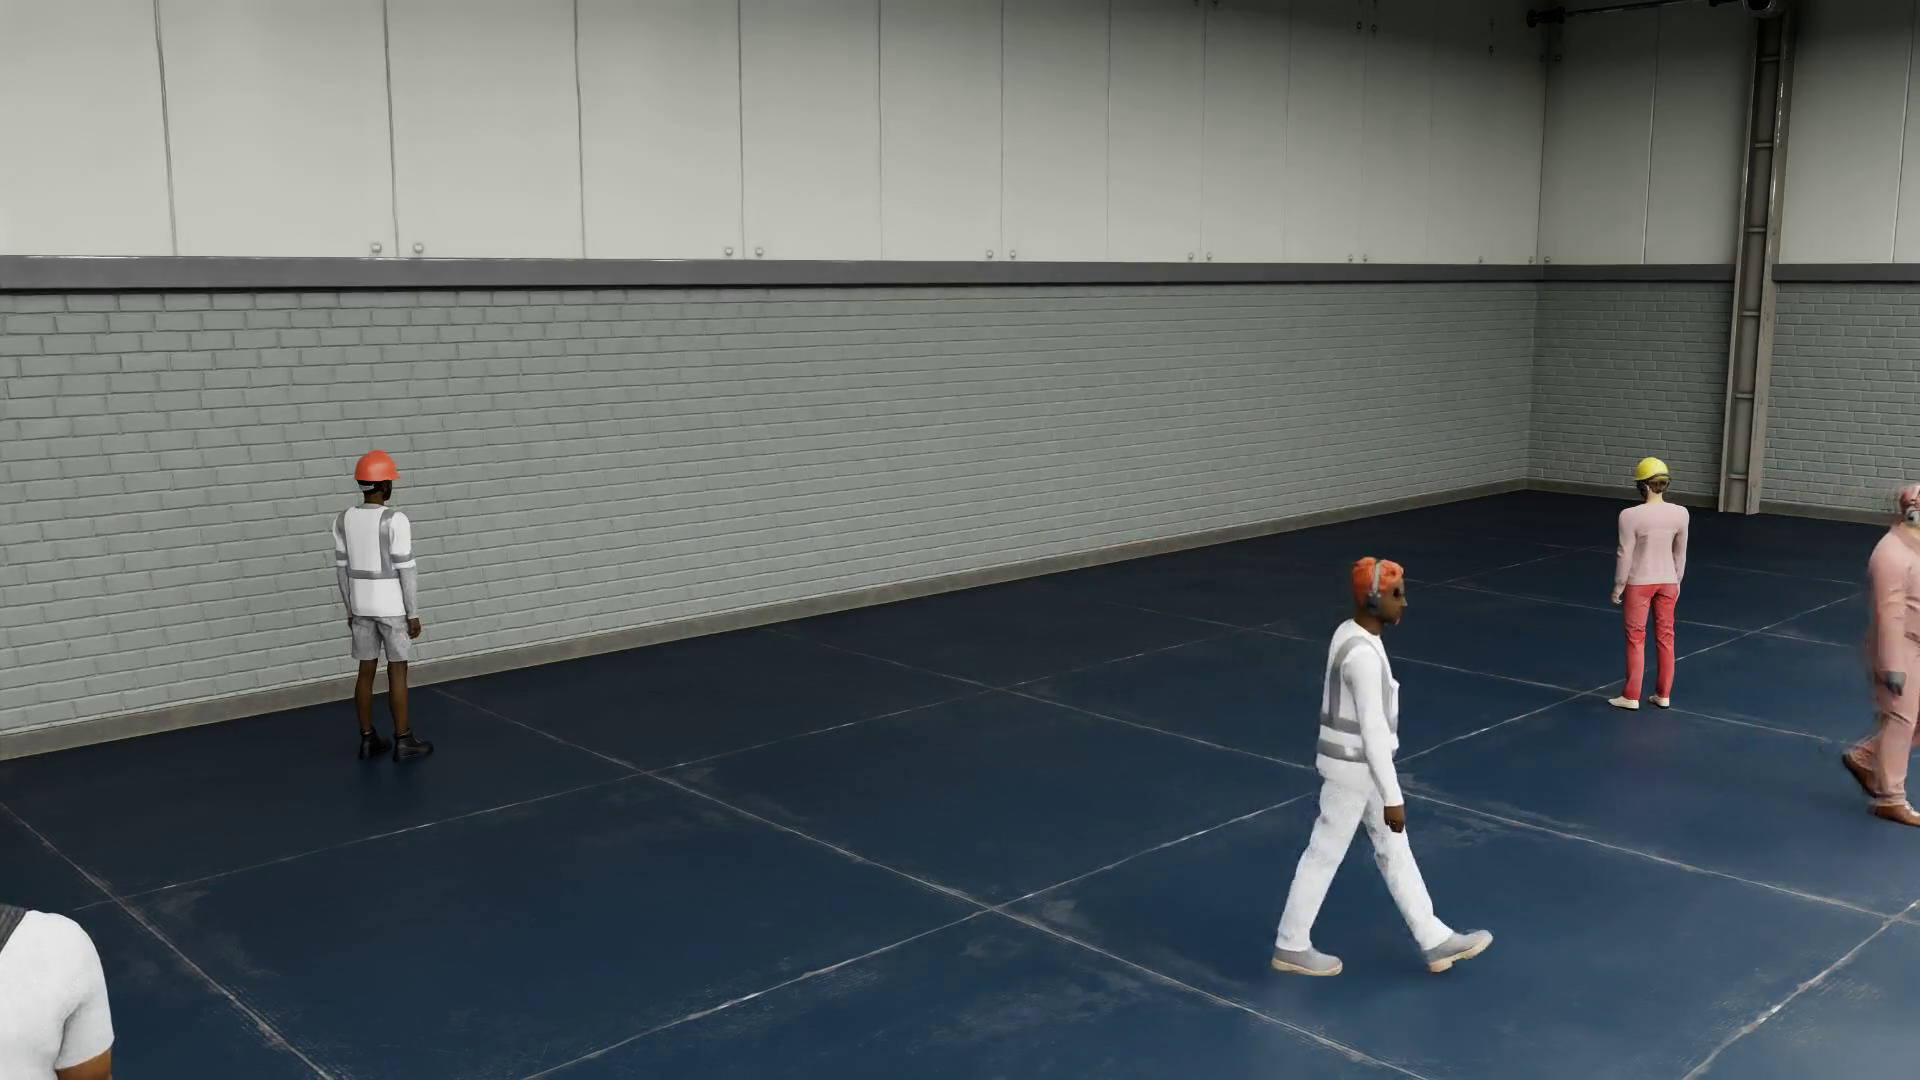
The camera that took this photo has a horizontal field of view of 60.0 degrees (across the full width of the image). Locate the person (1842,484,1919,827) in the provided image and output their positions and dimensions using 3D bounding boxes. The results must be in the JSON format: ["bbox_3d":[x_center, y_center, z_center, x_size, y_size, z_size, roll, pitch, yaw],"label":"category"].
[{"bbox_3d":[5.193,0.624,9.159,0.651,1.891,0.470,-7,12,-38],"label":"person"}]

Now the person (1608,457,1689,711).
[{"bbox_3d":[4.762,0.307,11.514,0.523,1.769,0.309,-2,9,-11],"label":"person"}]

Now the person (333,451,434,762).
[{"bbox_3d":[-3.587,0.412,10.331,0.542,1.938,0.357,3,10,17],"label":"person"}]

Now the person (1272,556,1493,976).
[{"bbox_3d":[1.794,0.994,7.039,0.968,1.829,0.609,2,9,13],"label":"person"}]
